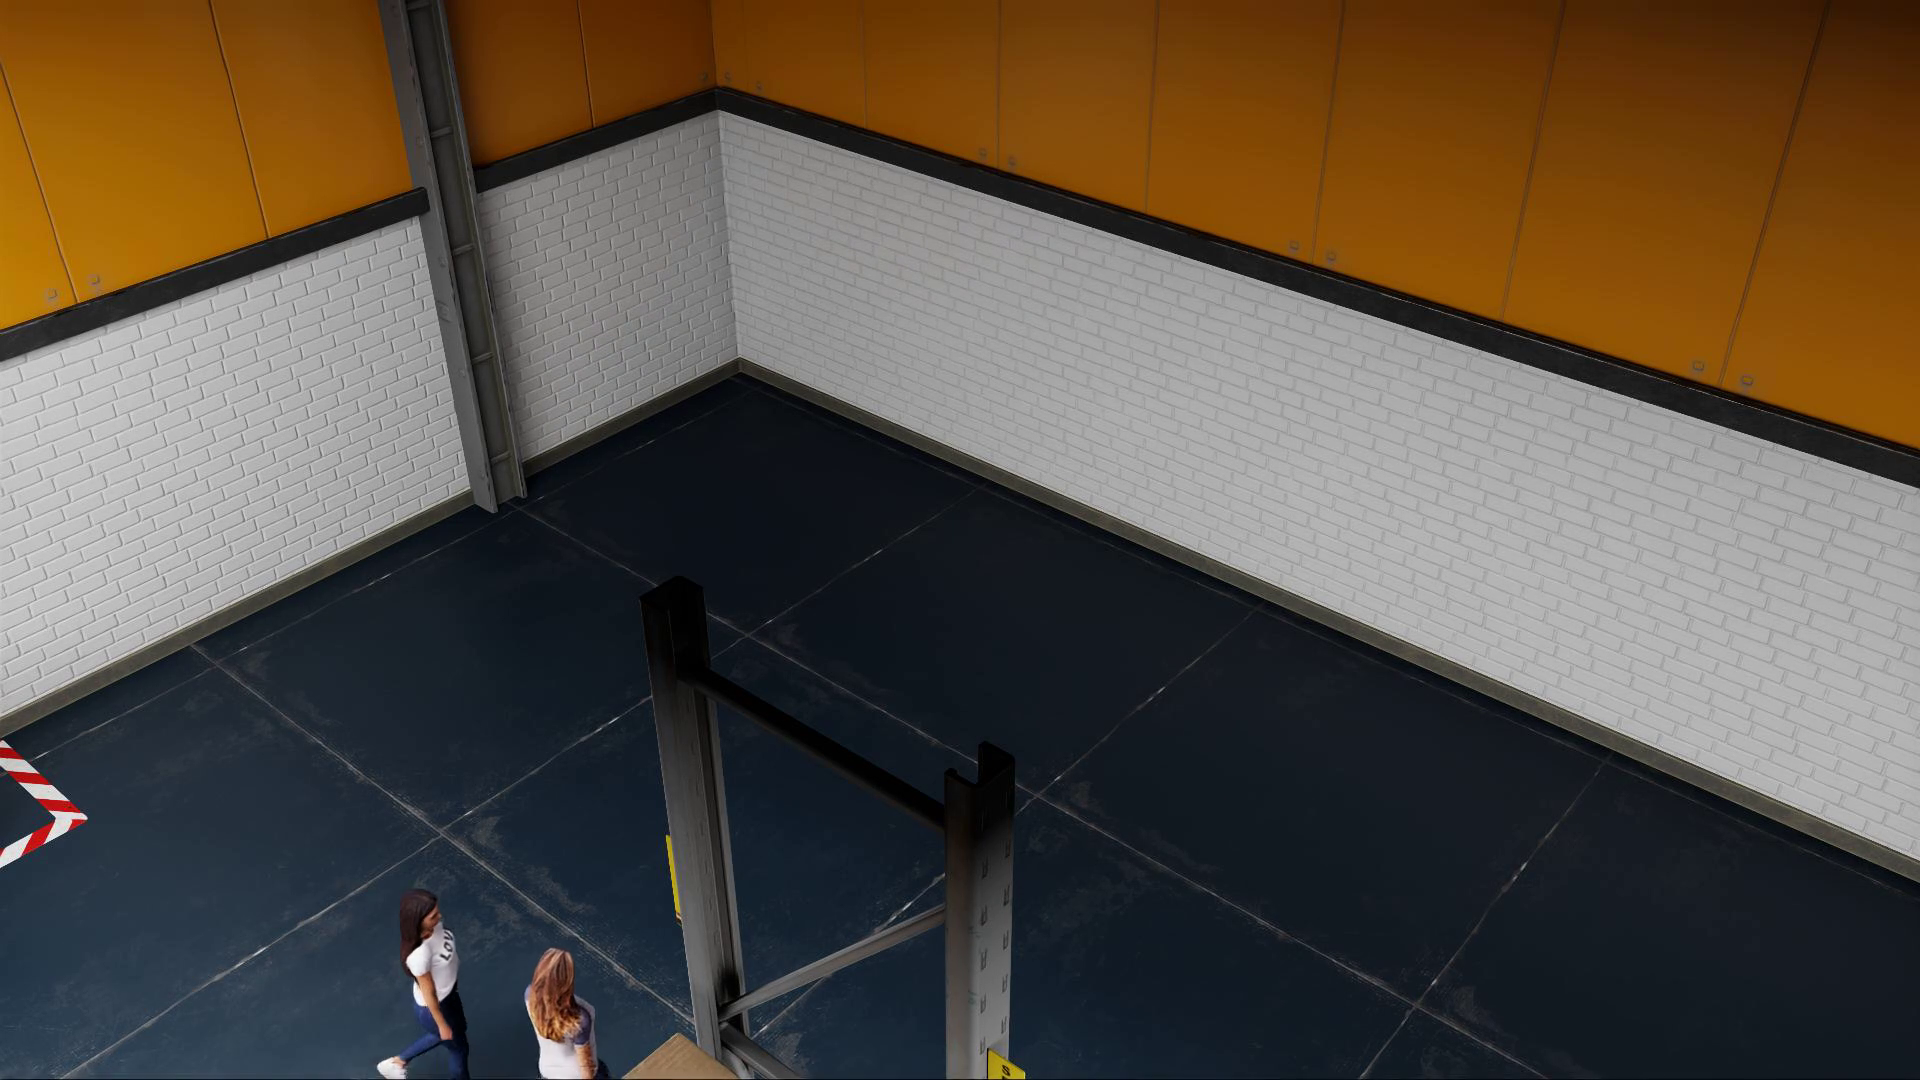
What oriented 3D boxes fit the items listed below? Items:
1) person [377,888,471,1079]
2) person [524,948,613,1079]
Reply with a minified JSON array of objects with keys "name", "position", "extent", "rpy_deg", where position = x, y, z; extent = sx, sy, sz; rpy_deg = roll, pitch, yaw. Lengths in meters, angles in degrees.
[{"name":"person","position":[-2.999,2.597,9.298],"extent":[1.022,1.757,0.946],"rpy_deg":[-8,35,-12]},{"name":"person","position":[-2.158,2.889,8.917],"extent":[0.706,1.693,1.084],"rpy_deg":[19,38,26]}]
